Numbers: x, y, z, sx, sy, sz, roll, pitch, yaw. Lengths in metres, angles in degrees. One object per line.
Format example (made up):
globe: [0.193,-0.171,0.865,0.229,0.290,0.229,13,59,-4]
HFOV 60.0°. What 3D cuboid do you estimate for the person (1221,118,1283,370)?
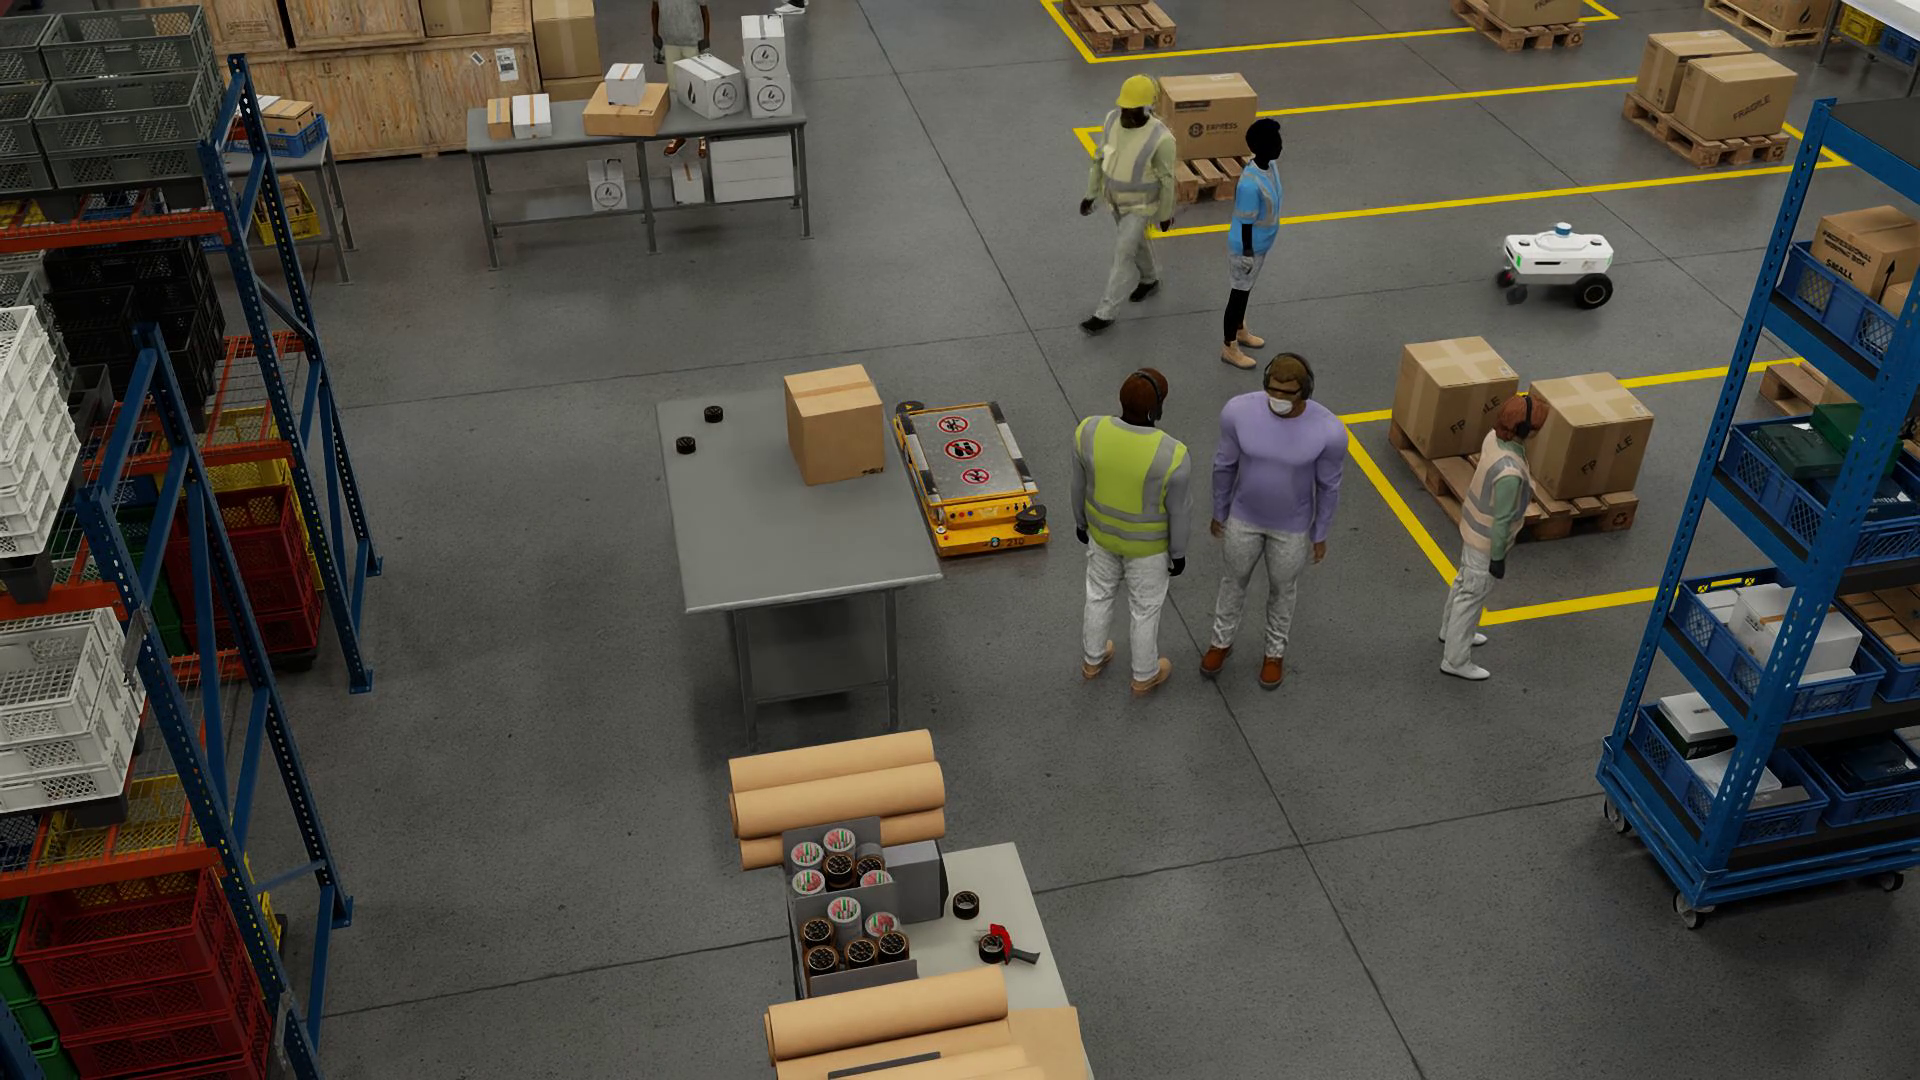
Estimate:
person: [1.935,-1.965,10.982,0.318,1.700,0.535,13,39,17]

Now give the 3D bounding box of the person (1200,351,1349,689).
person: [1.545,-0.097,8.274,0.629,1.940,0.378,13,39,17]

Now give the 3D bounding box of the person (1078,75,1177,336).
person: [1.165,-2.346,11.433,0.946,1.787,0.594,-26,44,-30]

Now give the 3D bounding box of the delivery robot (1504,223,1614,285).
delivery robot: [4.294,-2.043,11.964,0.707,0.478,0.477,0,37,-1]

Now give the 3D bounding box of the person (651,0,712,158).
person: [-2.293,-4.076,13.679,0.513,1.872,0.328,5,37,7]

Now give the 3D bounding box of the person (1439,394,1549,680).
person: [2.684,-0.028,8.439,0.312,1.633,0.517,6,37,8]

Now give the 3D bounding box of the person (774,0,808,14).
person: [-1.699,-6.214,16.515,0.399,1.917,0.590,6,37,9]

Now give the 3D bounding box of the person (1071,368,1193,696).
person: [0.855,-0.037,8.274,0.633,1.841,0.429,19,41,24]

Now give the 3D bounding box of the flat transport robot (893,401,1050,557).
flat transport robot: [0.046,-0.430,10.108,0.652,0.197,1.431,-8,37,-10]
